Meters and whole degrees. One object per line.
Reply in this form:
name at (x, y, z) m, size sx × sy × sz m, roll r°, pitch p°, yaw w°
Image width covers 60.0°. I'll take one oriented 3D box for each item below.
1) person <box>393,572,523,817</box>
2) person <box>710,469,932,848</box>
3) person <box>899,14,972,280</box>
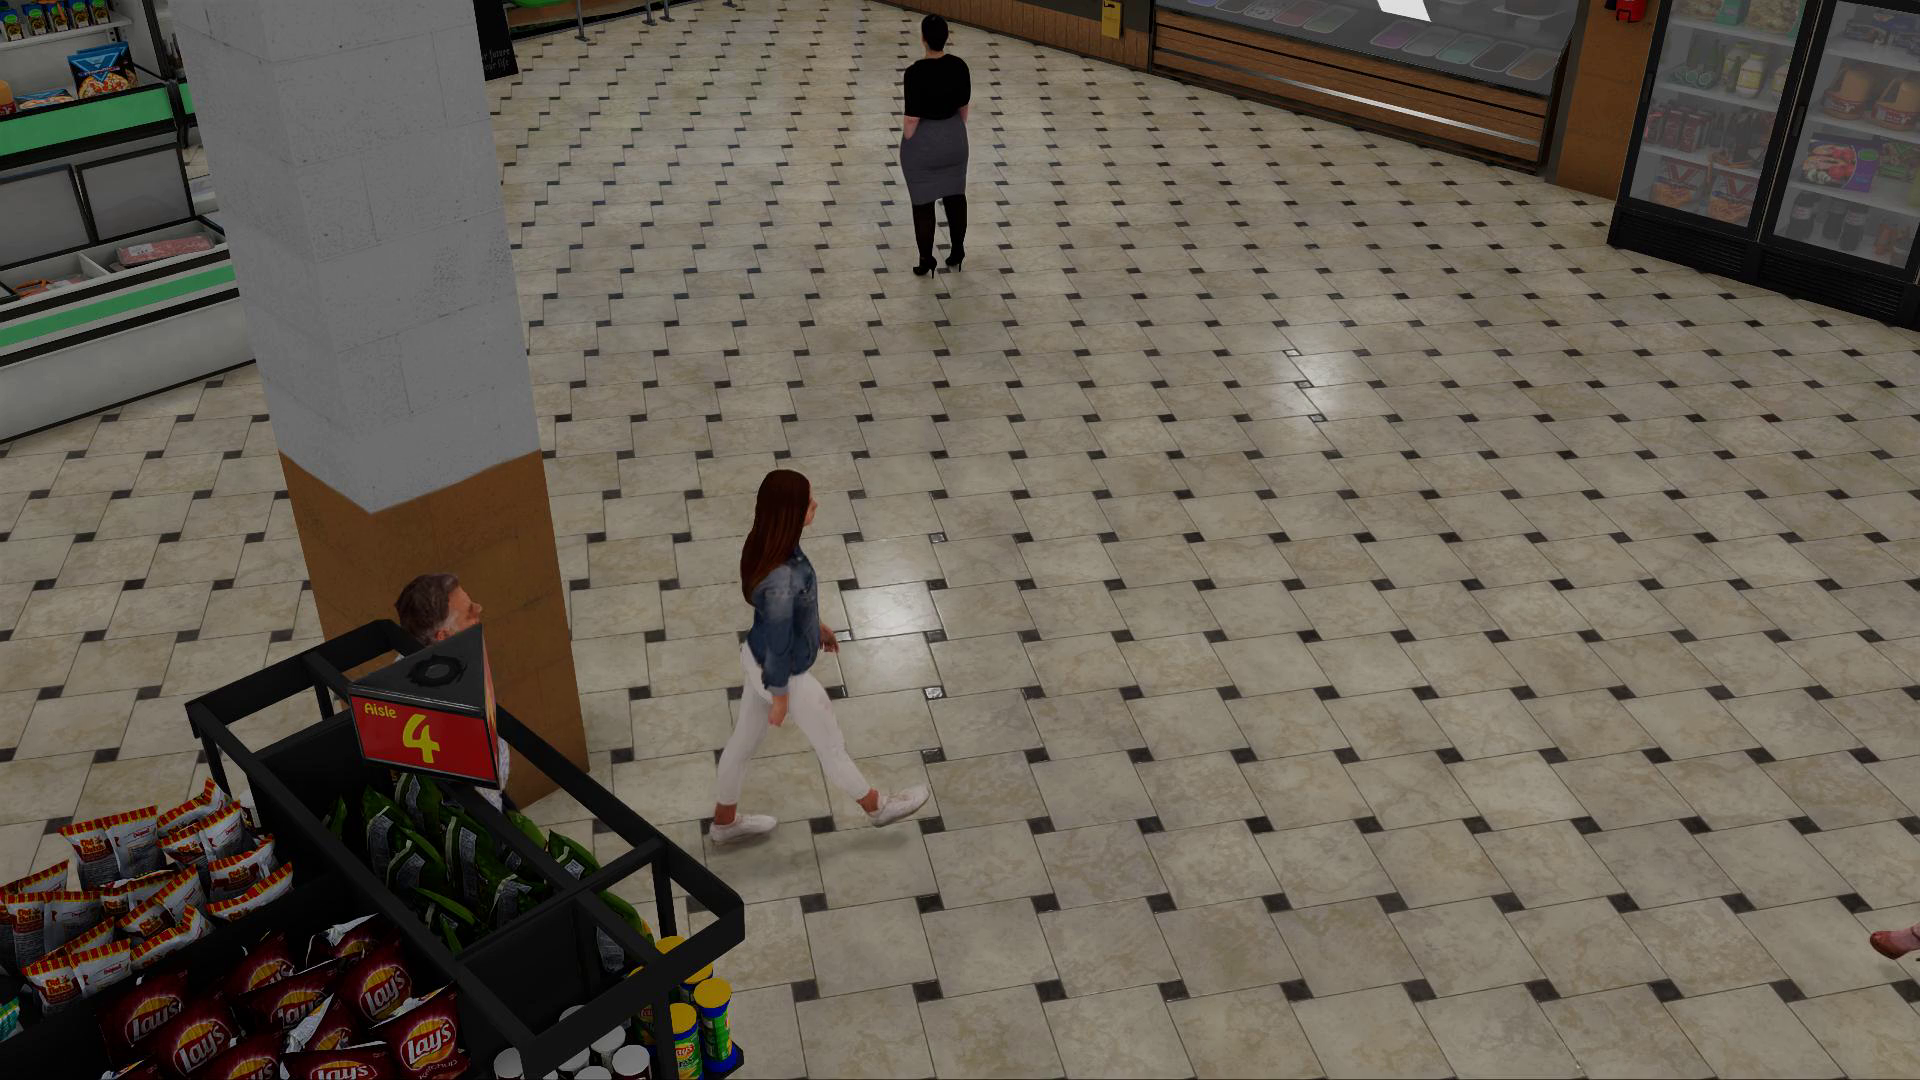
person at (-1.702, 0.929, 5.410) m, size 1.260 × 1.781 × 0.901 m, roll -16°, pitch 35°, yaw -23°
person at (-0.764, 0.509, 6.208) m, size 1.179 × 1.651 × 0.950 m, roll -9°, pitch 33°, yaw -15°
person at (-0.155, -2.625, 11.141) m, size 0.625 × 1.760 × 0.784 m, roll -18°, pitch 36°, yaw -27°
